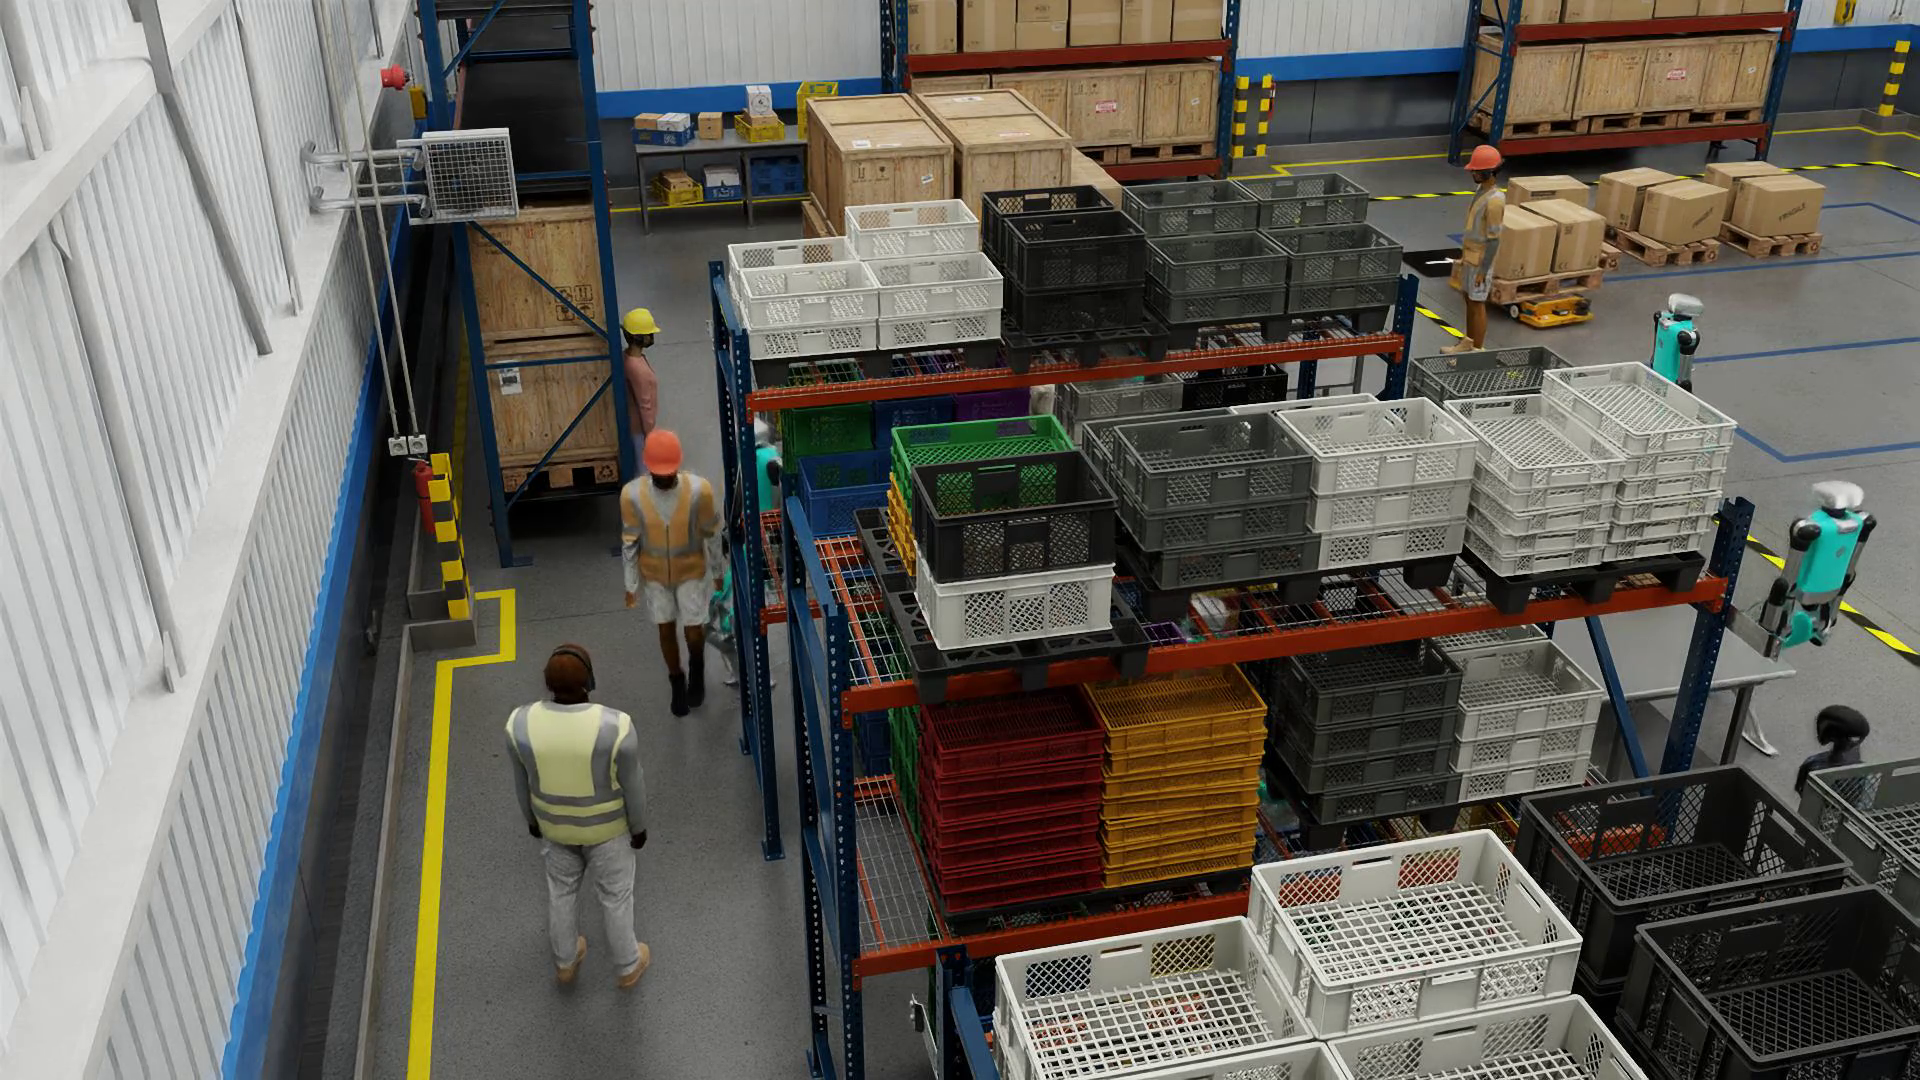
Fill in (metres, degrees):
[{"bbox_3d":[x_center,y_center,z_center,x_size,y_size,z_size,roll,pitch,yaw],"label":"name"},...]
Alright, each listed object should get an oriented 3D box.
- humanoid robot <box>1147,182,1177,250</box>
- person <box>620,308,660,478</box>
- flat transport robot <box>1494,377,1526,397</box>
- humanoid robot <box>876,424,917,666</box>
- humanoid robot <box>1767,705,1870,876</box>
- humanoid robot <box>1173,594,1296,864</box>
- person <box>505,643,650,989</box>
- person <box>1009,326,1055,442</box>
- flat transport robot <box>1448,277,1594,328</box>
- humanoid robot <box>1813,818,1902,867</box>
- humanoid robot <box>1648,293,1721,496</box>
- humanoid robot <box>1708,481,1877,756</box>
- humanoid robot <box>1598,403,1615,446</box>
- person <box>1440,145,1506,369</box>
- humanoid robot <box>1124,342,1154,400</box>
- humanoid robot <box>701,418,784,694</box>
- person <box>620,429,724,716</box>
[{"bbox_3d":[1.815,-2.450,15.181,0.335,1.644,0.591,-12,30,-22],"label":"humanoid robot"},{"bbox_3d":[-2.273,-0.823,12.012,0.337,1.761,0.522,-10,29,-18],"label":"person"},{"bbox_3d":[4.780,-1.036,14.013,0.659,0.231,1.431,-6,28,-12],"label":"flat transport robot"},{"bbox_3d":[-0.295,0.020,10.465,0.894,1.773,0.578,-19,33,-32],"label":"humanoid robot"},{"bbox_3d":[4.022,1.478,7.781,0.743,1.635,0.601,24,36,38],"label":"humanoid robot"},{"bbox_3d":[1.367,1.069,8.443,1.032,1.737,0.558,-1,28,-2],"label":"humanoid robot"},{"bbox_3d":[-1.775,1.319,7.875,0.626,1.832,0.432,3,28,6],"label":"person"},{"bbox_3d":[0.454,-0.634,11.575,0.506,1.837,0.333,23,36,37],"label":"person"},{"bbox_3d":[5.632,-2.490,16.741,0.652,0.197,1.431,-11,30,-20],"label":"flat transport robot"},{"bbox_3d":[3.681,1.823,7.090,0.605,1.651,0.391,22,35,35],"label":"humanoid robot"},{"bbox_3d":[5.390,-1.005,12.234,0.735,1.677,0.533,-2,28,-3],"label":"humanoid robot"},{"bbox_3d":[4.739,0.385,9.805,0.548,1.834,0.855,-9,29,-17],"label":"humanoid robot"},{"bbox_3d":[4.108,-0.125,10.770,0.359,1.654,0.601,17,32,29],"label":"humanoid robot"},{"bbox_3d":[4.629,-2.532,14.959,0.397,2.033,0.610,2,28,4],"label":"person"},{"bbox_3d":[1.131,-0.881,12.267,0.720,1.899,0.542,15,31,26],"label":"humanoid robot"},{"bbox_3d":[-1.391,0.144,10.173,0.533,1.771,0.692,25,36,38],"label":"humanoid robot"},{"bbox_3d":[-1.709,0.204,9.890,0.571,1.917,0.426,-2,28,-4],"label":"person"}]
